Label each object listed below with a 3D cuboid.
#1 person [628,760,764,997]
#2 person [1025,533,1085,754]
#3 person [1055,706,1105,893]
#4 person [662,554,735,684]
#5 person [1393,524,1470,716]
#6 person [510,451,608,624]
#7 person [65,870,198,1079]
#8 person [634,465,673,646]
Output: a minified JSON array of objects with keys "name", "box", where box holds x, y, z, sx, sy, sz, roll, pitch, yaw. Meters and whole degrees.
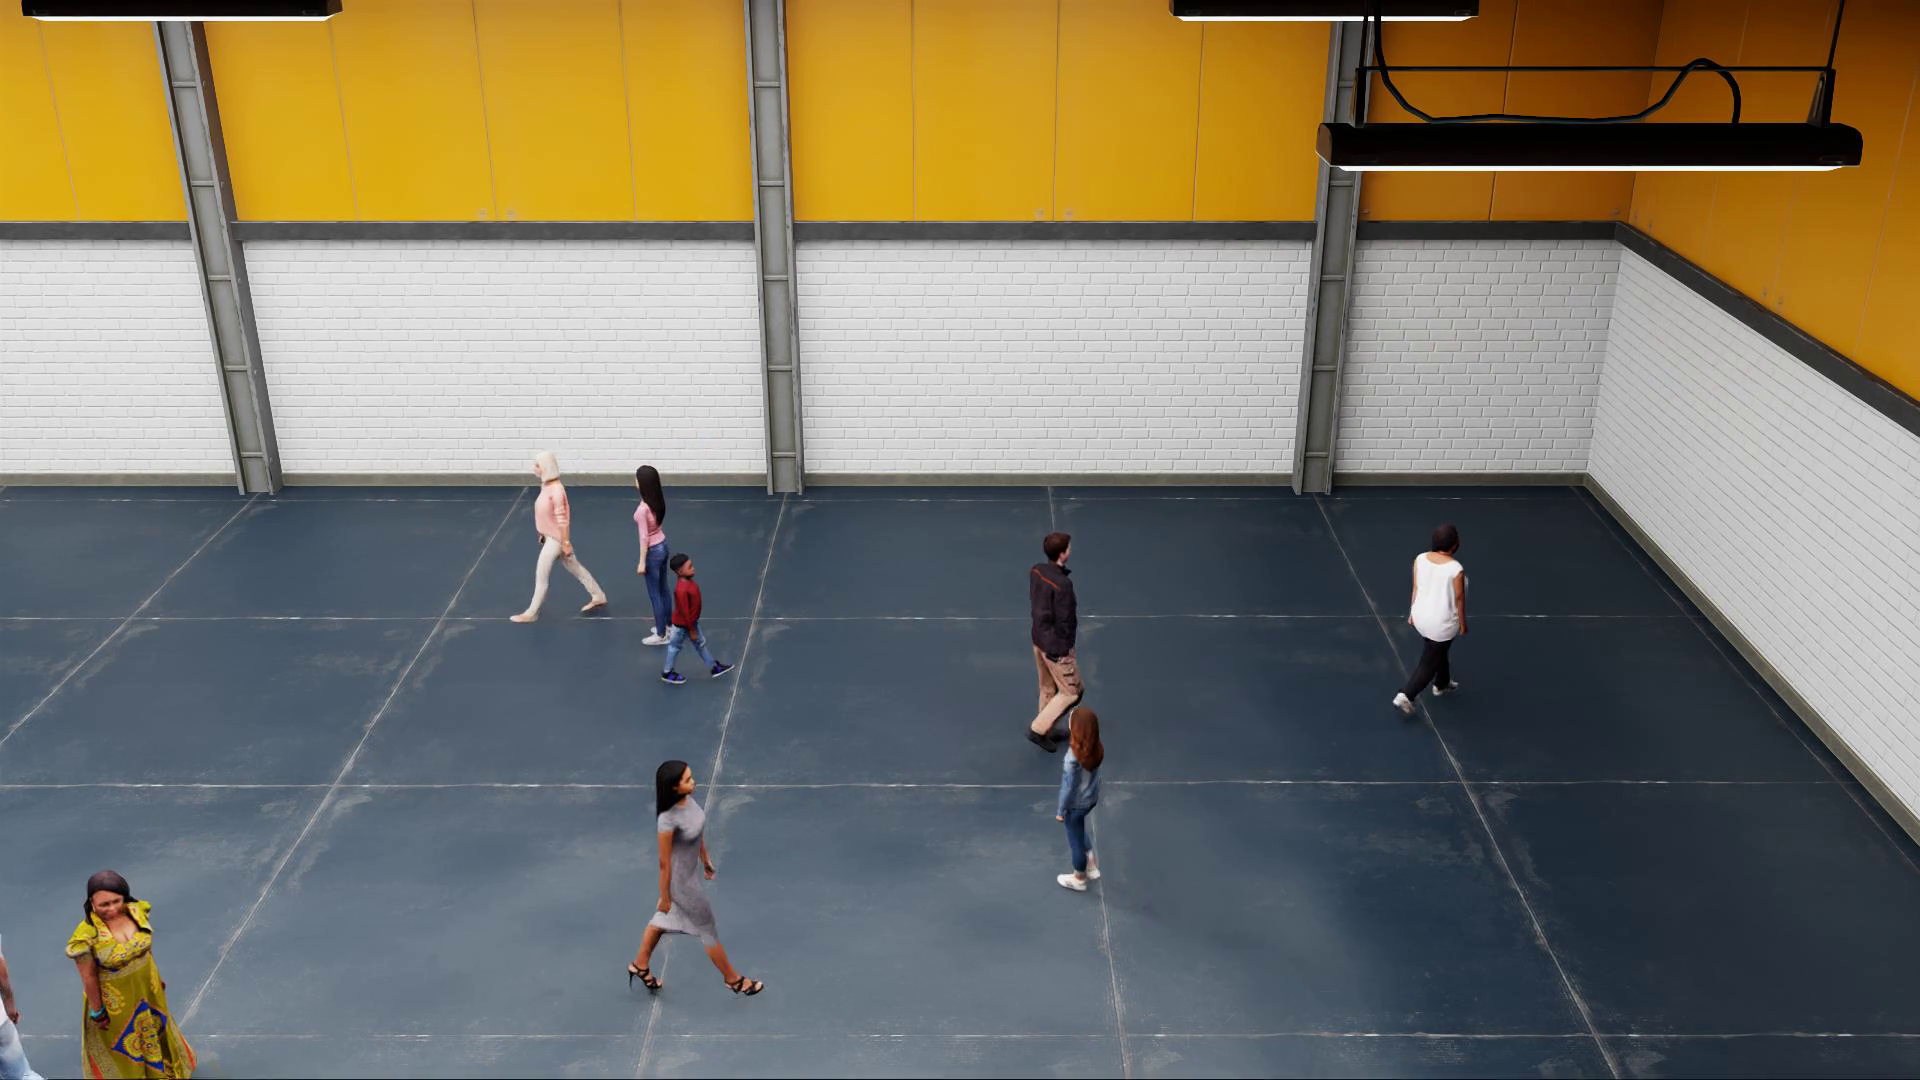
[{"name":"person","box":[-1.852,2.186,10.535,1.125,1.726,0.640,1,24,3]},{"name":"person","box":[0.686,0.850,13.358,0.969,1.913,0.902,-15,28,-31]},{"name":"person","box":[0.901,1.839,11.647,0.711,1.472,0.678,16,28,32]},{"name":"person","box":[-2.468,0.709,14.538,0.848,1.227,0.513,0,24,1]},{"name":"person","box":[3.995,0.689,14.047,1.194,1.657,0.961,-11,26,-24]},{"name":"person","box":[-3.717,-0.023,15.656,1.243,1.672,0.958,-11,26,-24]},{"name":"person","box":[-4.828,2.622,9.623,0.953,1.657,0.975,9,25,20]},{"name":"person","box":[-2.804,0.128,15.226,0.582,1.742,0.621,6,24,13]}]
